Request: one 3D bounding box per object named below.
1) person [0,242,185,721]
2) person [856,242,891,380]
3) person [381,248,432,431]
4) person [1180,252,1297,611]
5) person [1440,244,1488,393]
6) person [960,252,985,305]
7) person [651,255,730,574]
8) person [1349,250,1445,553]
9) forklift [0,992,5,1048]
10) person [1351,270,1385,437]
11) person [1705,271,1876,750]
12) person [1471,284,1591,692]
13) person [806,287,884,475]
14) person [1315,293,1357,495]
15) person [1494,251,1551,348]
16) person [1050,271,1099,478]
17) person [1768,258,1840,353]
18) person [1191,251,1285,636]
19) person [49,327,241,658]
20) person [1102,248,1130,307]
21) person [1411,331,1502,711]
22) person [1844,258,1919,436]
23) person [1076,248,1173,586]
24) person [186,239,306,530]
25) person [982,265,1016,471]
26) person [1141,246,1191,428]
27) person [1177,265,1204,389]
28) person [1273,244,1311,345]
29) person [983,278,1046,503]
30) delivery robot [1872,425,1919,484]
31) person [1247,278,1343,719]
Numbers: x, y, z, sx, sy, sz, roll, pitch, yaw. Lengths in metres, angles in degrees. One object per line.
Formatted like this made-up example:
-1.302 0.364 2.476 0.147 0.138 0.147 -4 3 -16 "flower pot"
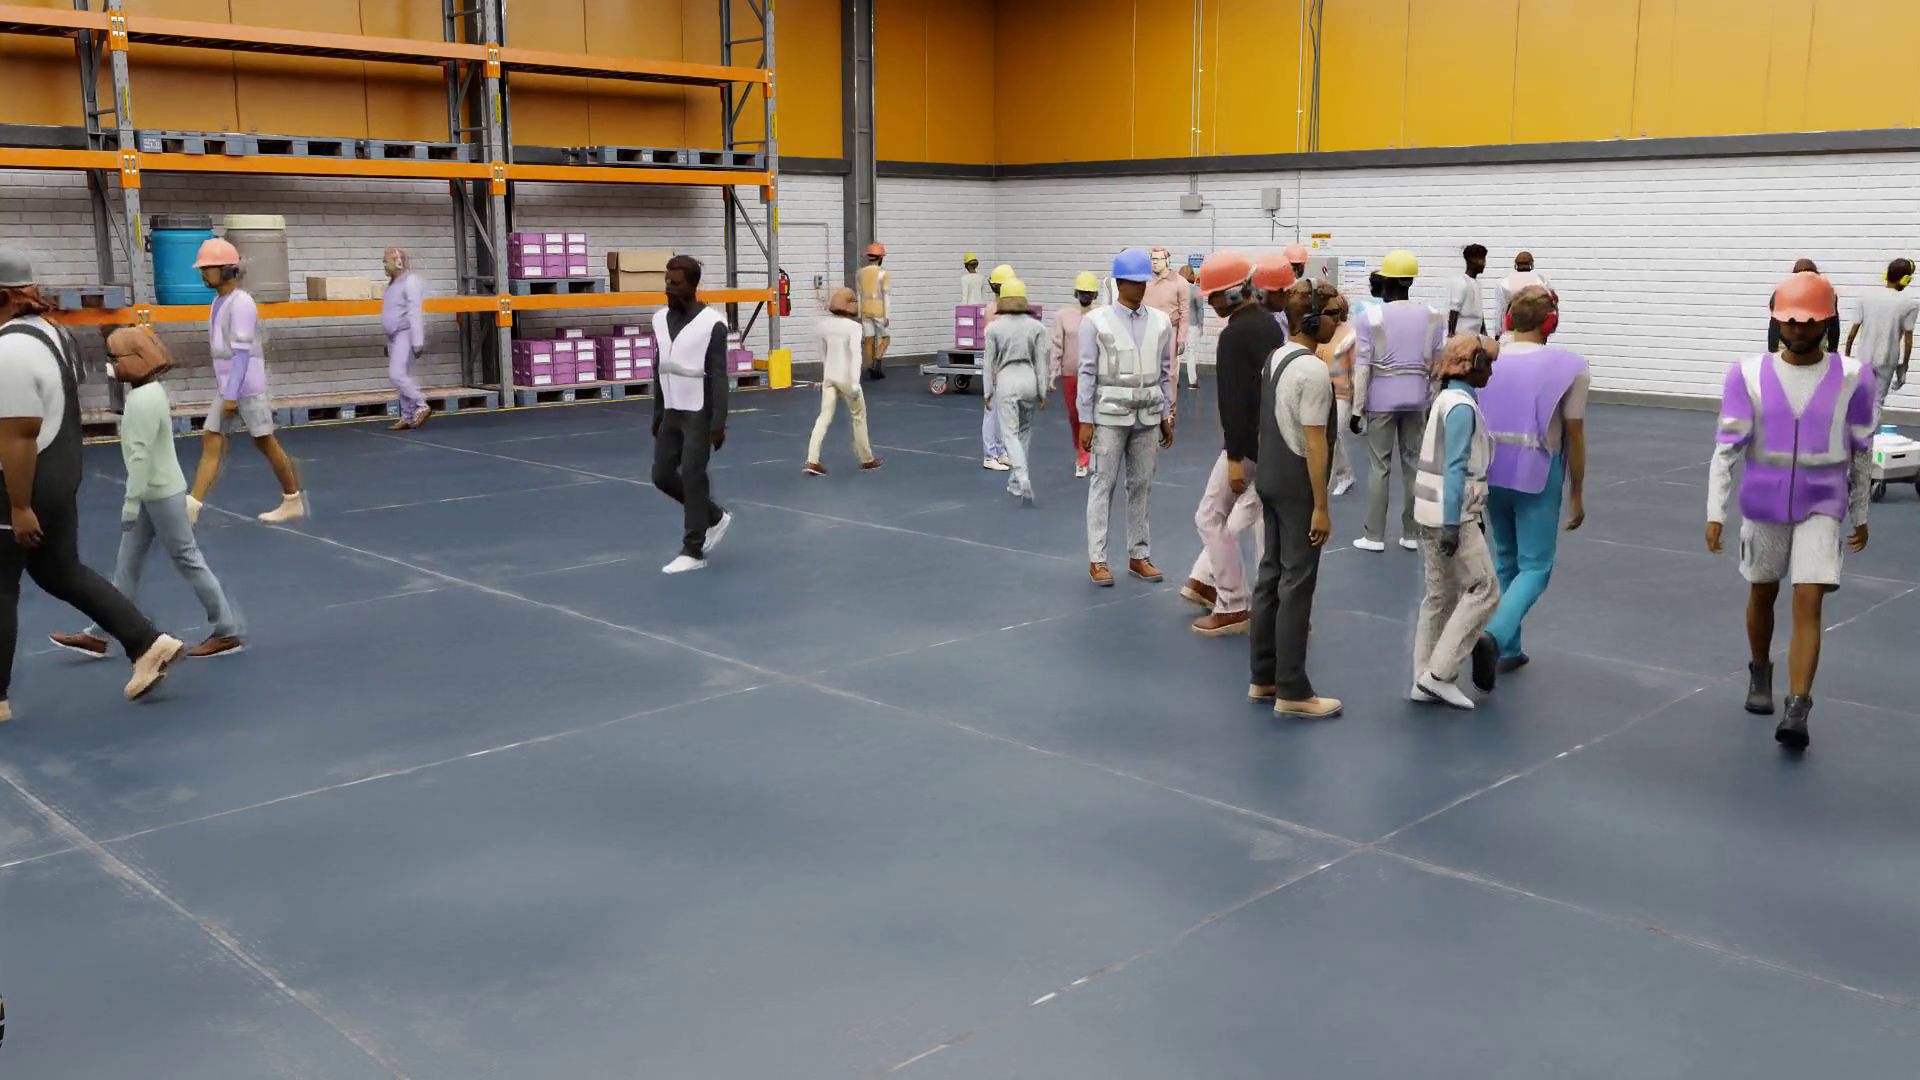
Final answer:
-3.846 -0.257 6.943 0.912 2.000 0.685 -2 11 -12 "person"
-1.185 -3.176 23.198 0.542 1.921 0.392 4 11 23 "person"
-5.795 -2.062 17.197 0.436 1.888 0.667 -8 13 -39 "person"
1.579 -0.591 9.063 0.859 1.945 0.663 -2 11 -11 "person"
5.585 -2.219 17.952 0.960 1.919 0.635 6 12 31 "person"
0.176 -3.410 24.893 0.330 1.765 0.526 9 14 41 "person"
-1.619 -0.762 10.054 0.608 1.908 0.519 8 13 38 "person"
2.779 -0.877 10.627 0.593 1.930 0.355 -2 11 -9 "person"
-3.245 0.323 3.363 2.313 2.155 1.214 2 11 13 "forklift"
4.104 -1.821 16.448 0.547 1.680 0.378 -4 11 -19 "person"
3.341 -0.133 6.720 0.579 1.874 1.001 6 12 28 "person"
2.477 -0.233 7.445 0.561 1.812 0.802 10 14 43 "person"
-1.012 -1.343 14.111 0.503 1.590 0.864 8 13 38 "person"
2.849 -1.093 12.707 0.861 1.600 0.506 -9 14 -41 "person"
6.474 -2.400 19.187 0.624 1.840 0.429 4 11 19 "person"
1.057 -1.438 14.247 0.528 1.730 0.857 3 11 15 "person"
8.338 -1.883 16.494 0.663 1.808 0.524 2 11 9 "person"
1.463 -0.463 8.335 0.654 1.936 0.761 8 13 38 "person"
-3.878 -0.197 7.838 0.852 1.582 0.512 -5 12 -26 "person"
1.873 -2.337 18.719 0.581 1.882 0.339 6 12 30 "person"
2.123 -0.076 7.116 0.383 1.614 0.536 1 10 8 "person"
7.868 -1.499 14.287 0.574 1.830 0.723 7 13 35 "person"
0.966 -0.708 9.663 0.614 1.945 0.395 -4 11 -22 "person"
-5.045 -1.053 11.420 1.032 1.985 0.634 -9 14 -41 "person"
0.369 -1.491 14.428 0.315 1.769 0.525 4 11 22 "person"
2.083 -2.133 17.539 0.636 1.911 0.405 5 12 27 "person"
2.977 -2.805 21.951 0.500 1.633 0.282 5 12 25 "person"
3.143 -1.825 15.775 0.360 1.939 0.543 -10 14 -43 "person"
0.441 -1.138 12.678 0.493 1.707 0.816 -3 11 -15 "person"
7.162 -0.644 12.853 0.707 0.478 0.477 -6 12 -29 "delivery robot"
1.423 -0.174 7.028 0.339 1.845 0.507 -2 11 -13 "person"
